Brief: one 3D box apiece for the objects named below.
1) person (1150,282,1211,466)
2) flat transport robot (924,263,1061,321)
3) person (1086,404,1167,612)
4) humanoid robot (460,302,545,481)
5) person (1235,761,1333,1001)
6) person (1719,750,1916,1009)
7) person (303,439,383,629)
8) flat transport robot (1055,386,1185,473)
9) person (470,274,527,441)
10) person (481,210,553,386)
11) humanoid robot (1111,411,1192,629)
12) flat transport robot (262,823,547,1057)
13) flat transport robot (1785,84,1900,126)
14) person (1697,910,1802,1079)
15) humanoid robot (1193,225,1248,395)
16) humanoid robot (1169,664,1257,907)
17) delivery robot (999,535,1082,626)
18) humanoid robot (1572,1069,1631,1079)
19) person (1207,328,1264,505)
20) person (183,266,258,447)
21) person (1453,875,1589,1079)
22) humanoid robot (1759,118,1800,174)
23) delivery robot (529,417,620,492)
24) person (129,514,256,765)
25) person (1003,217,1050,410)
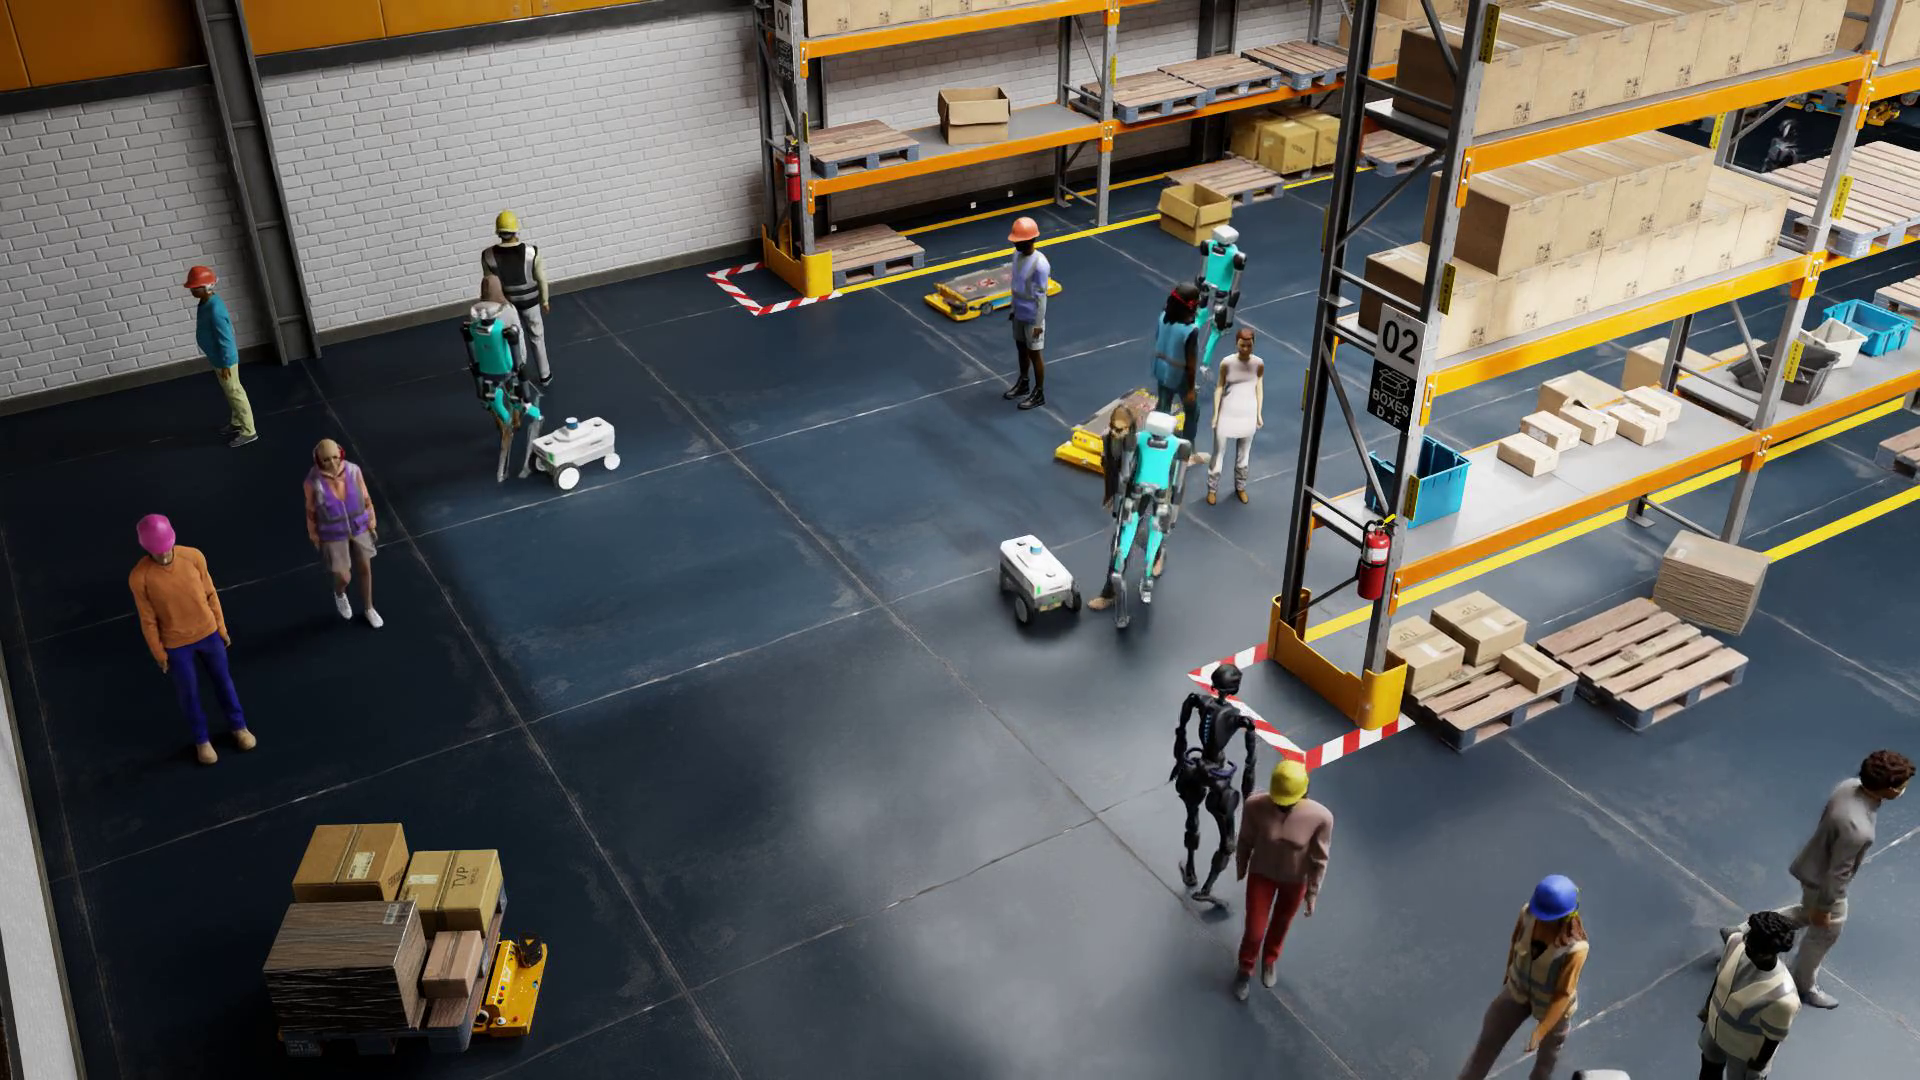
[{"bbox_3d":[1.987,-1.474,14.960,0.649,1.846,0.548,-24,40,-33],"label":"person"},{"bbox_3d":[0.368,-2.783,18.522,1.431,0.231,0.659,-20,37,-29],"label":"flat transport robot"},{"bbox_3d":[1.390,-0.349,13.208,0.942,1.791,0.506,-25,40,-34],"label":"person"},{"bbox_3d":[-4.004,-1.364,14.883,0.542,1.802,0.669,7,33,11],"label":"humanoid robot"},{"bbox_3d":[1.836,1.962,9.568,0.517,1.740,0.545,6,33,9],"label":"person"},{"bbox_3d":[4.896,1.908,9.525,0.639,1.875,0.568,10,33,15],"label":"person"},{"bbox_3d":[-4.745,-0.050,12.827,0.486,1.681,0.374,-23,39,-32],"label":"person"},{"bbox_3d":[1.580,-1.037,15.738,0.659,0.231,1.431,22,38,31],"label":"flat transport robot"},{"bbox_3d":[-4.283,-1.685,15.472,0.518,1.643,0.582,-12,34,-18],"label":"person"},{"bbox_3d":[-4.350,-2.360,16.377,0.601,1.828,0.404,-7,33,-11],"label":"person"},{"bbox_3d":[1.420,-0.083,12.859,0.574,1.785,0.906,8,33,13],"label":"humanoid robot"},{"bbox_3d":[-3.229,2.651,9.855,1.431,0.231,0.659,-1,32,-2],"label":"flat transport robot"},{"bbox_3d":[12.800,-6.322,24.166,1.431,0.231,0.659,27,41,36],"label":"flat transport robot"},{"bbox_3d":[4.039,2.572,8.640,0.320,1.692,0.532,-6,33,-10],"label":"person"},{"bbox_3d":[2.339,-2.122,16.115,0.854,1.792,0.545,-25,40,-34],"label":"humanoid robot"},{"bbox_3d":[1.536,1.521,10.341,0.610,1.645,0.488,24,39,33],"label":"humanoid robot"},{"bbox_3d":[0.614,0.299,13.353,0.499,0.610,0.814,-14,35,-21],"label":"delivery robot"},{"bbox_3d":[2.623,3.145,7.750,1.049,1.775,0.537,-3,32,-4],"label":"humanoid robot"},{"bbox_3d":[2.414,-1.076,14.486,0.451,1.661,0.284,-2,32,-3],"label":"person"},{"bbox_3d":[-6.871,-1.723,15.429,0.319,1.755,0.562,-20,37,-29],"label":"person"},{"bbox_3d":[2.960,2.468,8.761,0.899,1.727,0.469,-22,38,-31],"label":"person"},{"bbox_3d":[9.430,-4.058,19.233,0.334,1.648,0.587,-6,33,-9],"label":"humanoid robot"},{"bbox_3d":[-3.524,-0.812,15.124,0.788,0.610,0.499,-26,40,-35],"label":"delivery robot"},{"bbox_3d":[-5.305,0.661,11.430,0.517,1.974,0.398,-25,40,-34],"label":"person"},{"bbox_3d":[0.628,-2.189,16.018,0.385,1.929,0.543,-17,36,-25],"label":"person"}]
